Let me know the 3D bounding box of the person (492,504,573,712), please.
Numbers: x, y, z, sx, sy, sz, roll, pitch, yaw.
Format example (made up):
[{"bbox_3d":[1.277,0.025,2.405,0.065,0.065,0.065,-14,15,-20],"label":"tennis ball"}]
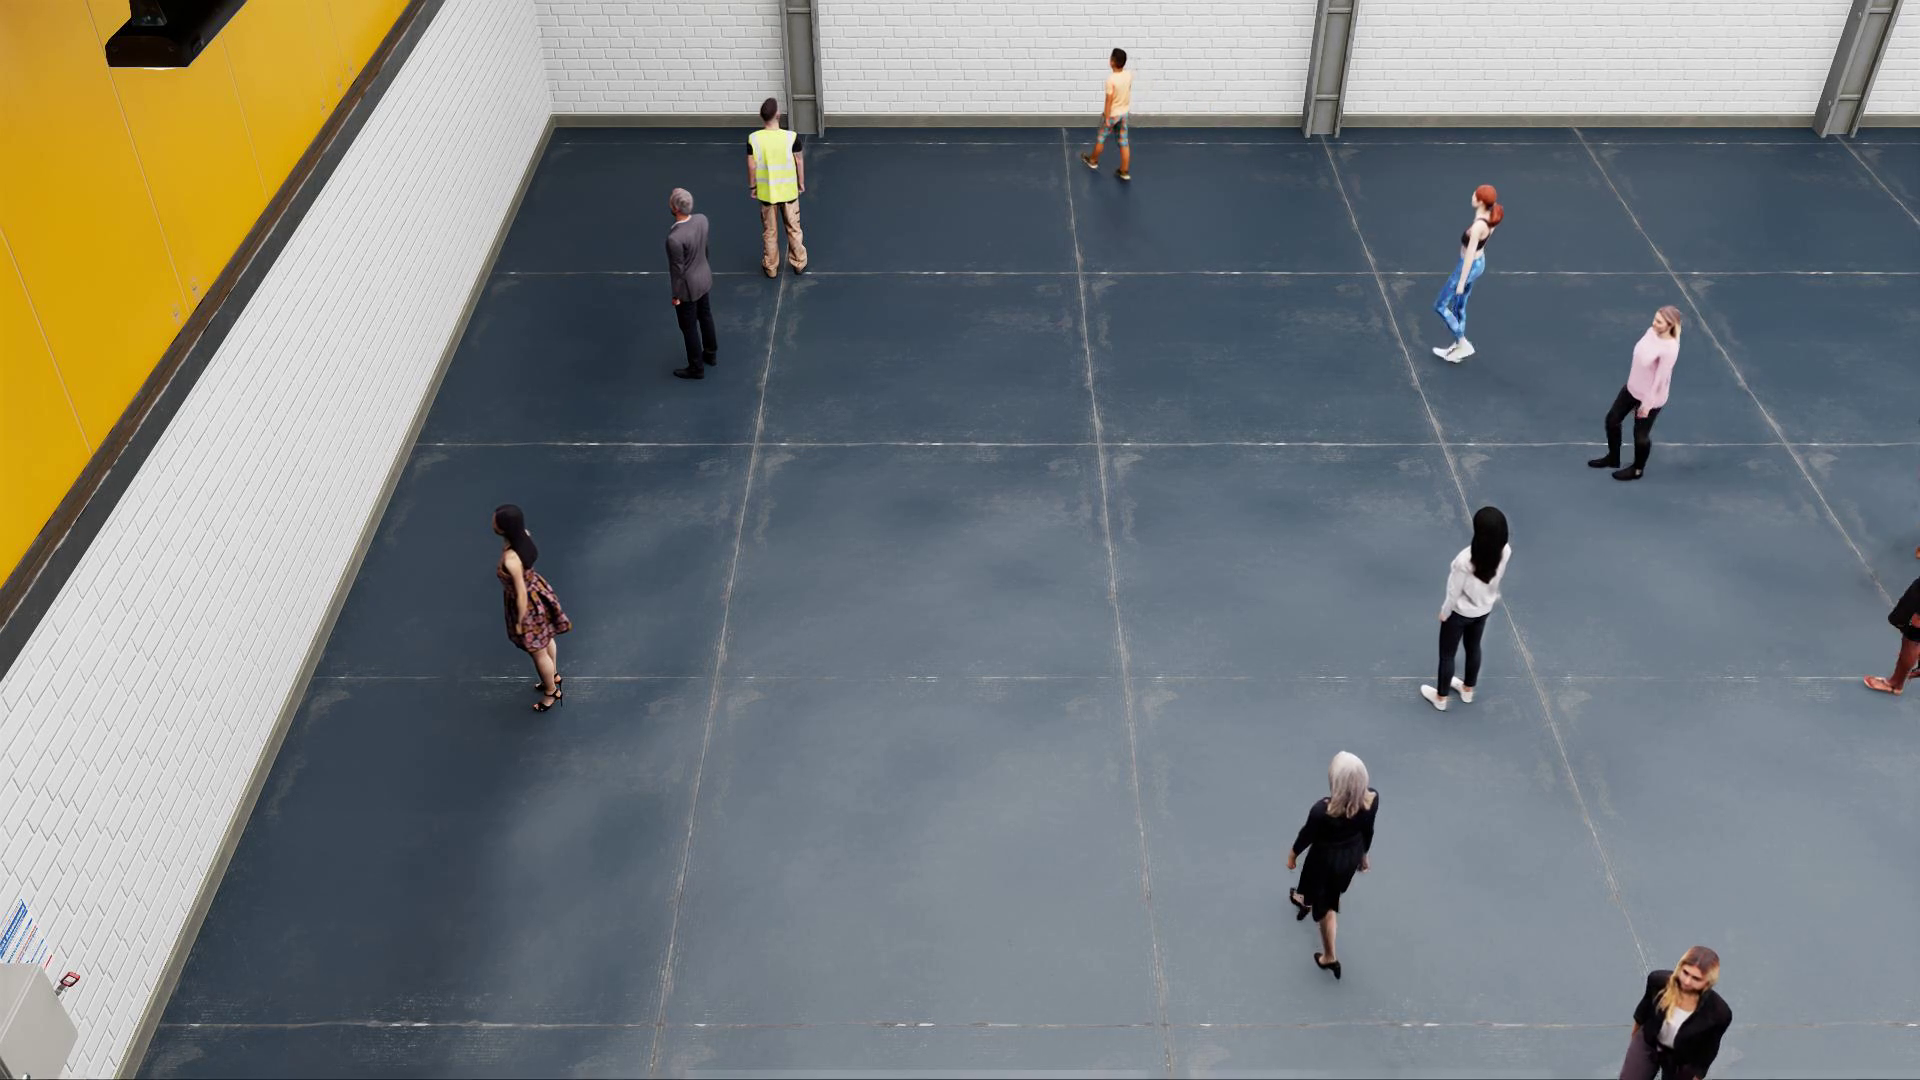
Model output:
[{"bbox_3d":[-2.977,0.467,11.460,0.657,1.773,0.655,-2,39,-2],"label":"person"}]

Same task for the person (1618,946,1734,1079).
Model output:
[{"bbox_3d":[3.767,2.692,8.780,1.032,1.643,1.037,27,46,29],"label":"person"}]

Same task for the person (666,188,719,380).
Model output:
[{"bbox_3d":[-2.416,-2.309,14.882,0.754,1.842,0.791,15,41,18],"label":"person"}]

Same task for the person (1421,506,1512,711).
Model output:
[{"bbox_3d":[3.524,0.477,11.506,0.634,1.700,0.746,-19,42,-22],"label":"person"}]

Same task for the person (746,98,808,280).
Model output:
[{"bbox_3d":[-1.792,-3.441,16.297,0.676,1.845,0.800,-5,39,-7],"label":"person"}]

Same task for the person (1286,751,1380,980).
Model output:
[{"bbox_3d":[2.200,1.933,9.658,0.935,1.732,0.869,-13,40,-15],"label":"person"}]

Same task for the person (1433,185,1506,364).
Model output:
[{"bbox_3d":[4.641,-2.347,14.982,0.802,1.776,0.738,25,45,28],"label":"person"}]

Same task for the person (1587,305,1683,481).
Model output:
[{"bbox_3d":[5.705,-1.199,13.626,0.667,1.674,0.646,-3,39,-4],"label":"person"}]

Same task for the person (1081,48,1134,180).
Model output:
[{"bbox_3d":[1.746,-4.611,18.091,0.895,1.434,0.863,-22,43,-25],"label":"person"}]
